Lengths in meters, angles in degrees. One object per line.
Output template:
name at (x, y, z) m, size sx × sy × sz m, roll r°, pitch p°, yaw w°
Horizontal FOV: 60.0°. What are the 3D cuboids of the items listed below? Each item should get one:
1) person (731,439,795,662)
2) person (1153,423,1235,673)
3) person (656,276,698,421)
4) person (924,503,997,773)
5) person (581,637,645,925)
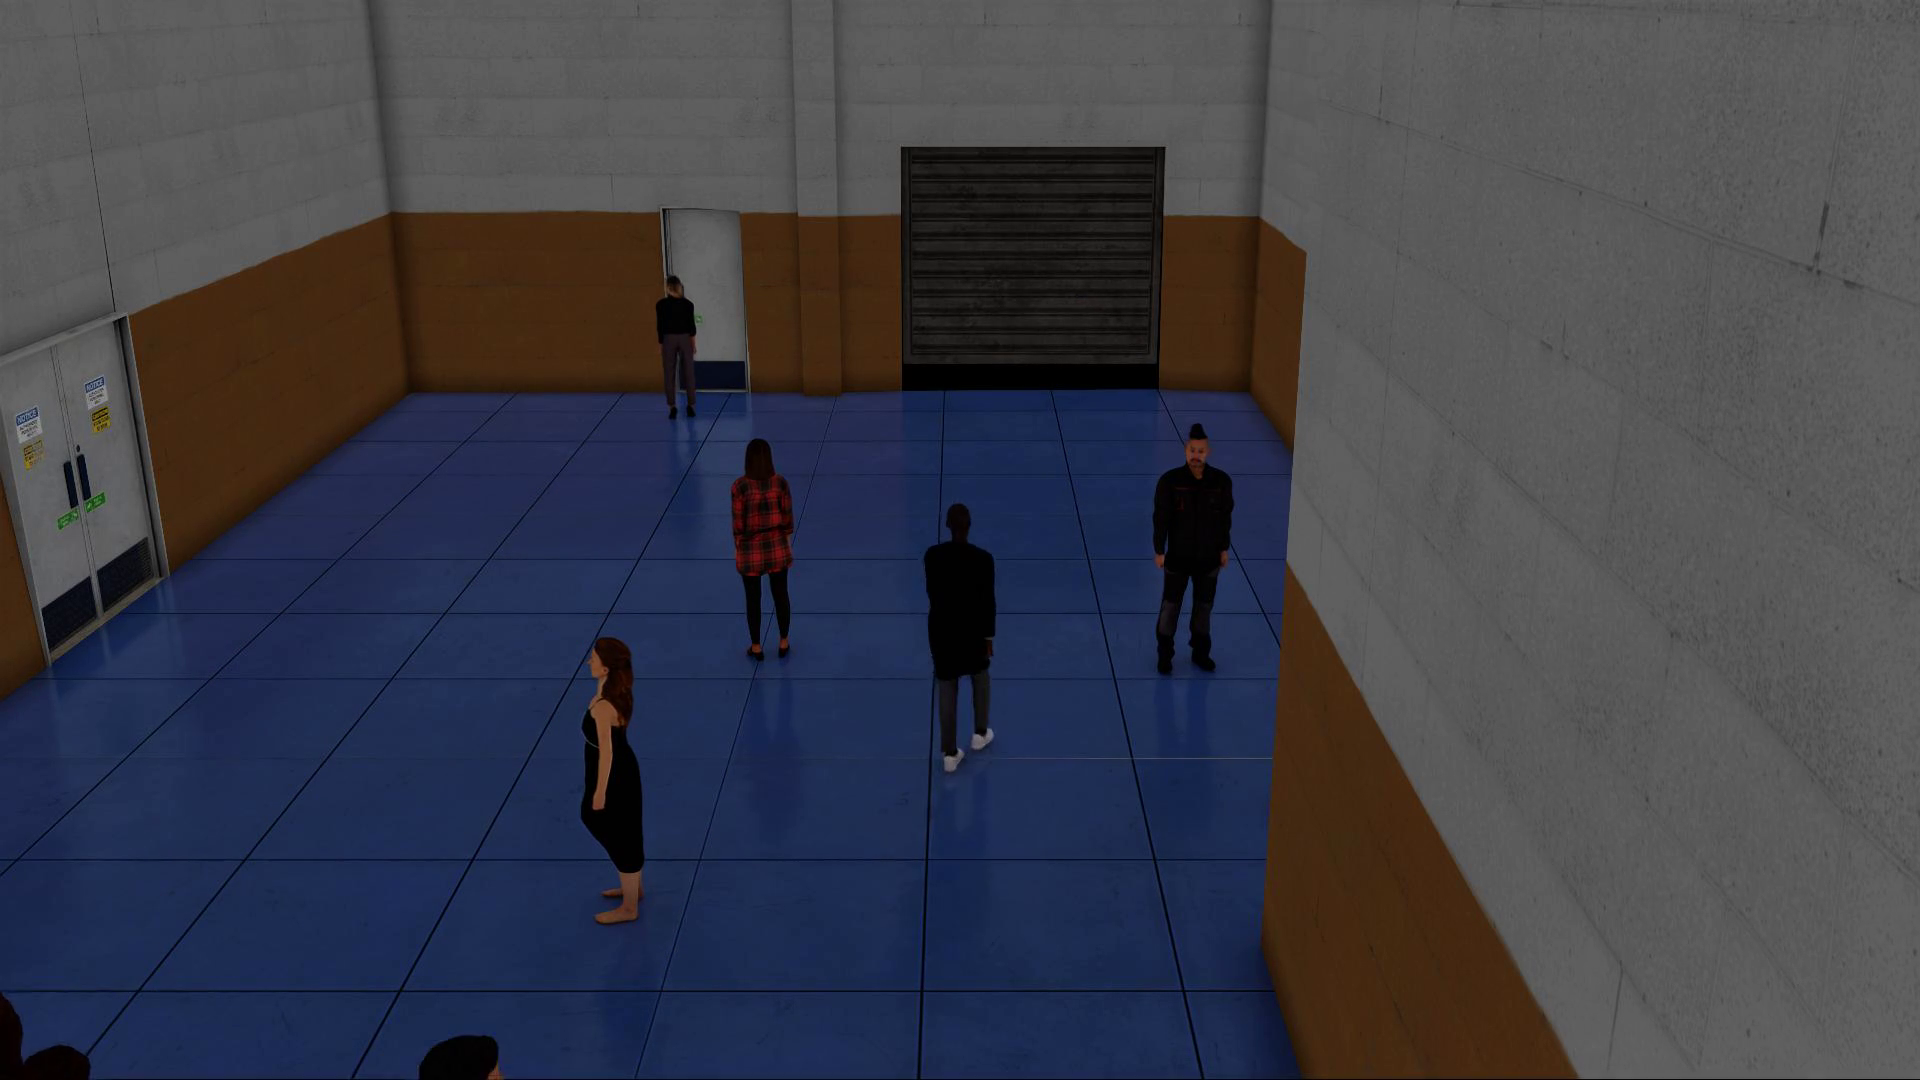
person at (-1.474, 0.067, 12.424) m, size 0.589 × 1.702 × 0.737 m, roll -6°, pitch 19°, yaw -16°
person at (1.700, 0.049, 12.185) m, size 0.579 × 1.866 × 0.850 m, roll -2°, pitch 19°, yaw -7°
person at (-3.283, -2.231, 19.290) m, size 0.549 × 1.670 × 0.708 m, roll -4°, pitch 19°, yaw -12°
person at (-0.040, 0.656, 10.620) m, size 0.839 × 1.738 × 0.808 m, roll 4°, pitch 19°, yaw 12°
person at (-1.851, 1.280, 8.946) m, size 0.550 × 1.625 × 0.547 m, roll 0°, pitch 19°, yaw 0°
